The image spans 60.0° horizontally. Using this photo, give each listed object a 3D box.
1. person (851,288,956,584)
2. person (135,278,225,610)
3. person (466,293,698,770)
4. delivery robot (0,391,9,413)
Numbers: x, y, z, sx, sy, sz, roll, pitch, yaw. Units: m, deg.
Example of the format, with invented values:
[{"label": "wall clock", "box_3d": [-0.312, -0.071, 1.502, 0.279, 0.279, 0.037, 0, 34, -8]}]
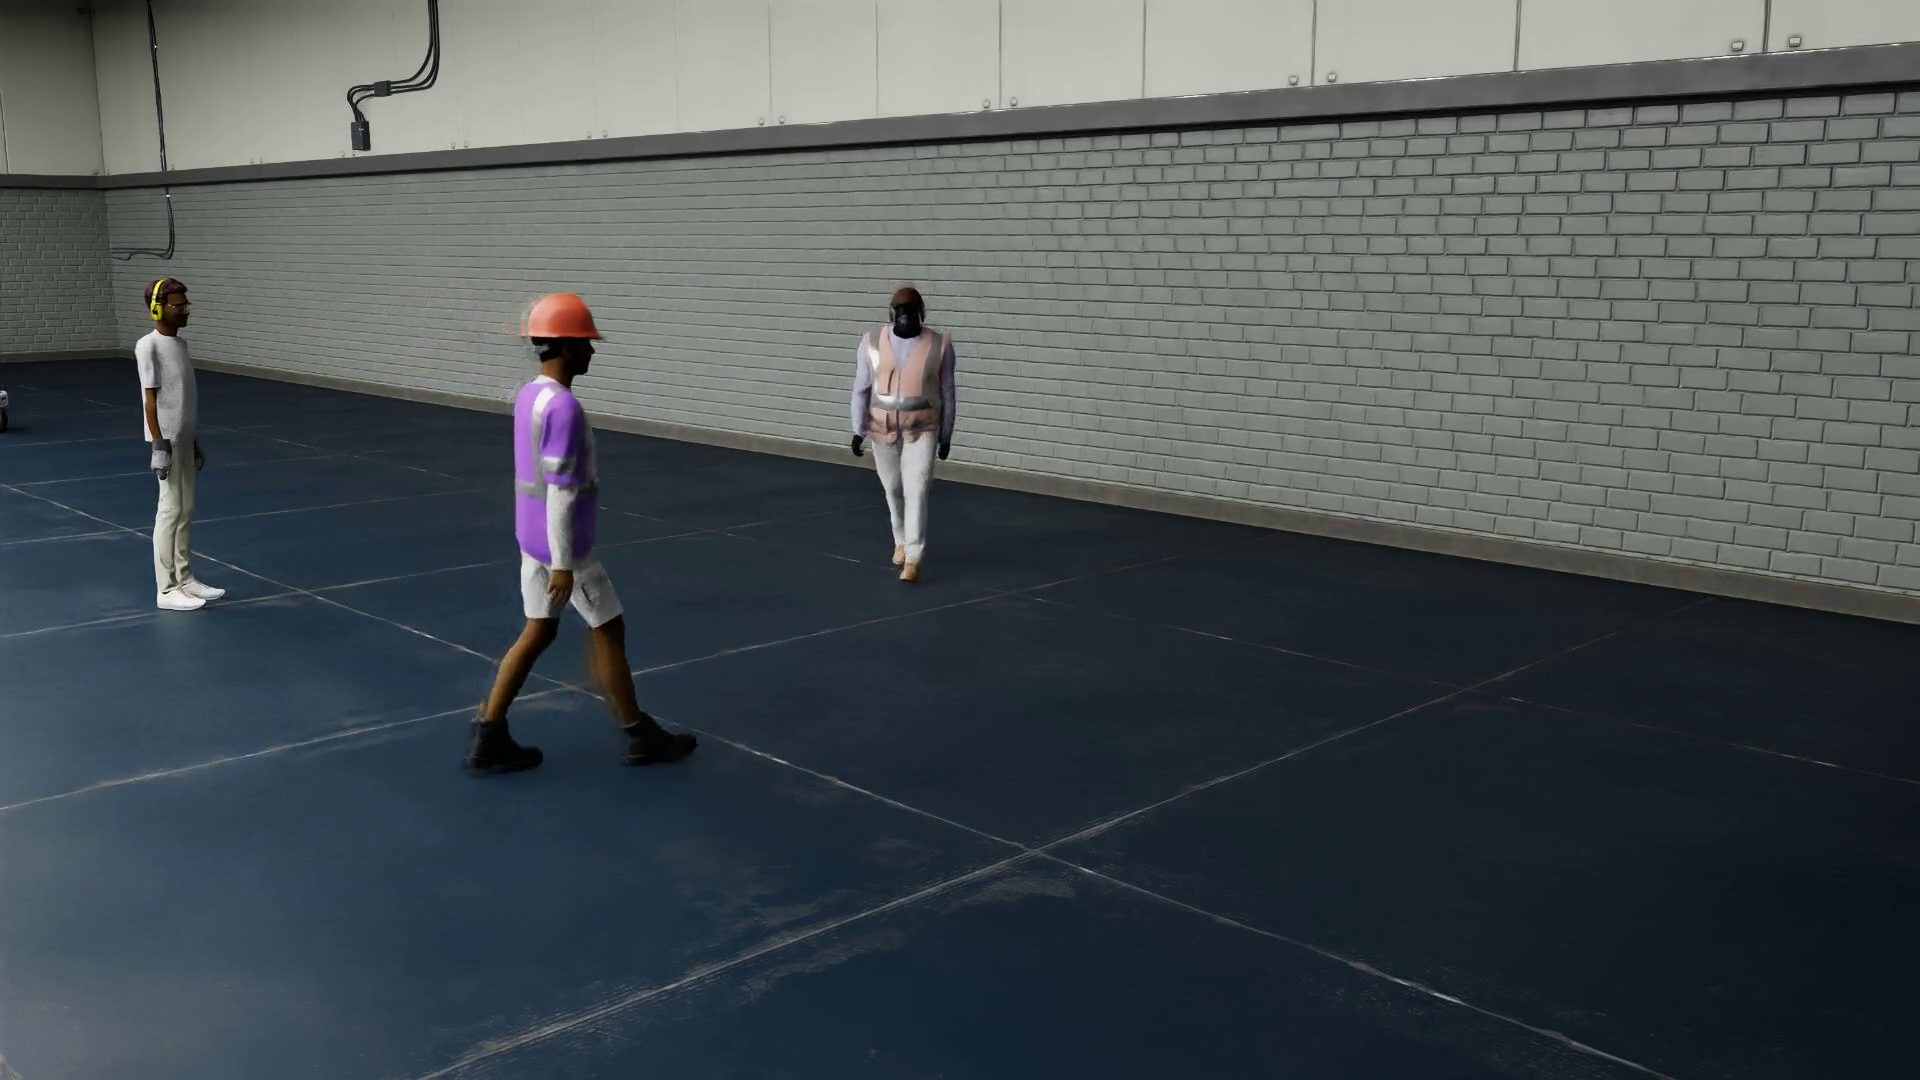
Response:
[{"label": "person", "box_3d": [-0.350, -0.677, 10.422, 0.626, 1.797, 0.975, 2, 11, 9]}, {"label": "person", "box_3d": [-4.471, -0.552, 9.504, 0.312, 1.869, 0.537, -1, 10, -3]}, {"label": "person", "box_3d": [-1.550, -0.019, 6.547, 0.808, 1.911, 0.555, -6, 12, -29]}, {"label": "delivery robot", "box_3d": [-10.606, -1.491, 18.076, 0.477, 0.478, 0.707, -3, 11, -17]}]
